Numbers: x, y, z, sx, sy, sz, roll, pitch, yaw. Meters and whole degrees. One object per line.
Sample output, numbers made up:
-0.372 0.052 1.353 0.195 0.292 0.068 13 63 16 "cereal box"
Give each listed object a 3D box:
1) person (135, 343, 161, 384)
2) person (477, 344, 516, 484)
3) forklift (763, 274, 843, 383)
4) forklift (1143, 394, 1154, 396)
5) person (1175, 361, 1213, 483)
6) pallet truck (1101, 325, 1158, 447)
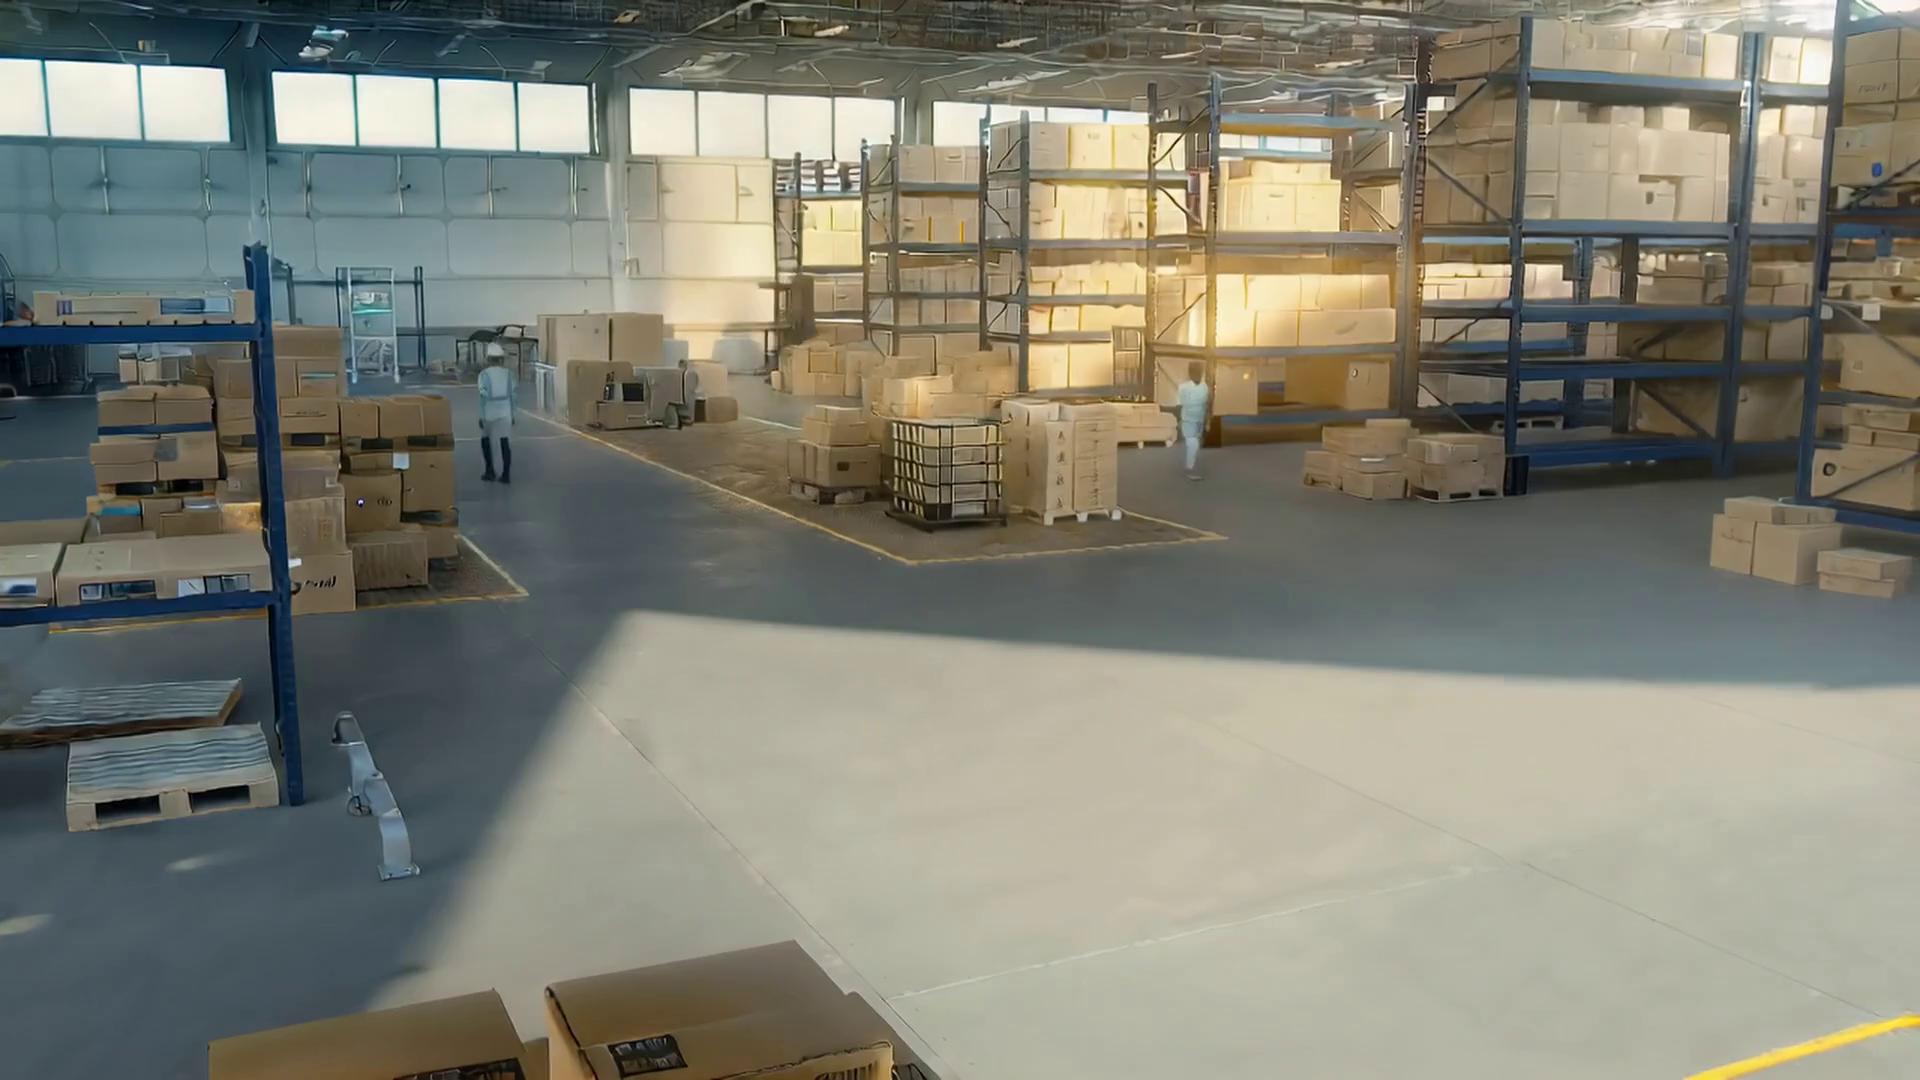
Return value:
-15.599 -3.209 31.974 0.590 1.919 0.392 4 10 21 "person"
-6.390 -1.734 22.838 0.569 1.909 0.738 -7 11 -36 "person"
-3.993 -5.407 42.633 1.873 2.768 1.129 -4 10 -25 "forklift"
4.590 -4.675 38.092 1.129 2.768 1.873 -4 10 -25 "forklift"
3.274 -1.617 22.850 0.553 1.661 0.795 -5 11 -30 "person"
2.881 -2.596 27.923 0.823 1.965 1.885 -1 9 -7 "pallet truck"
